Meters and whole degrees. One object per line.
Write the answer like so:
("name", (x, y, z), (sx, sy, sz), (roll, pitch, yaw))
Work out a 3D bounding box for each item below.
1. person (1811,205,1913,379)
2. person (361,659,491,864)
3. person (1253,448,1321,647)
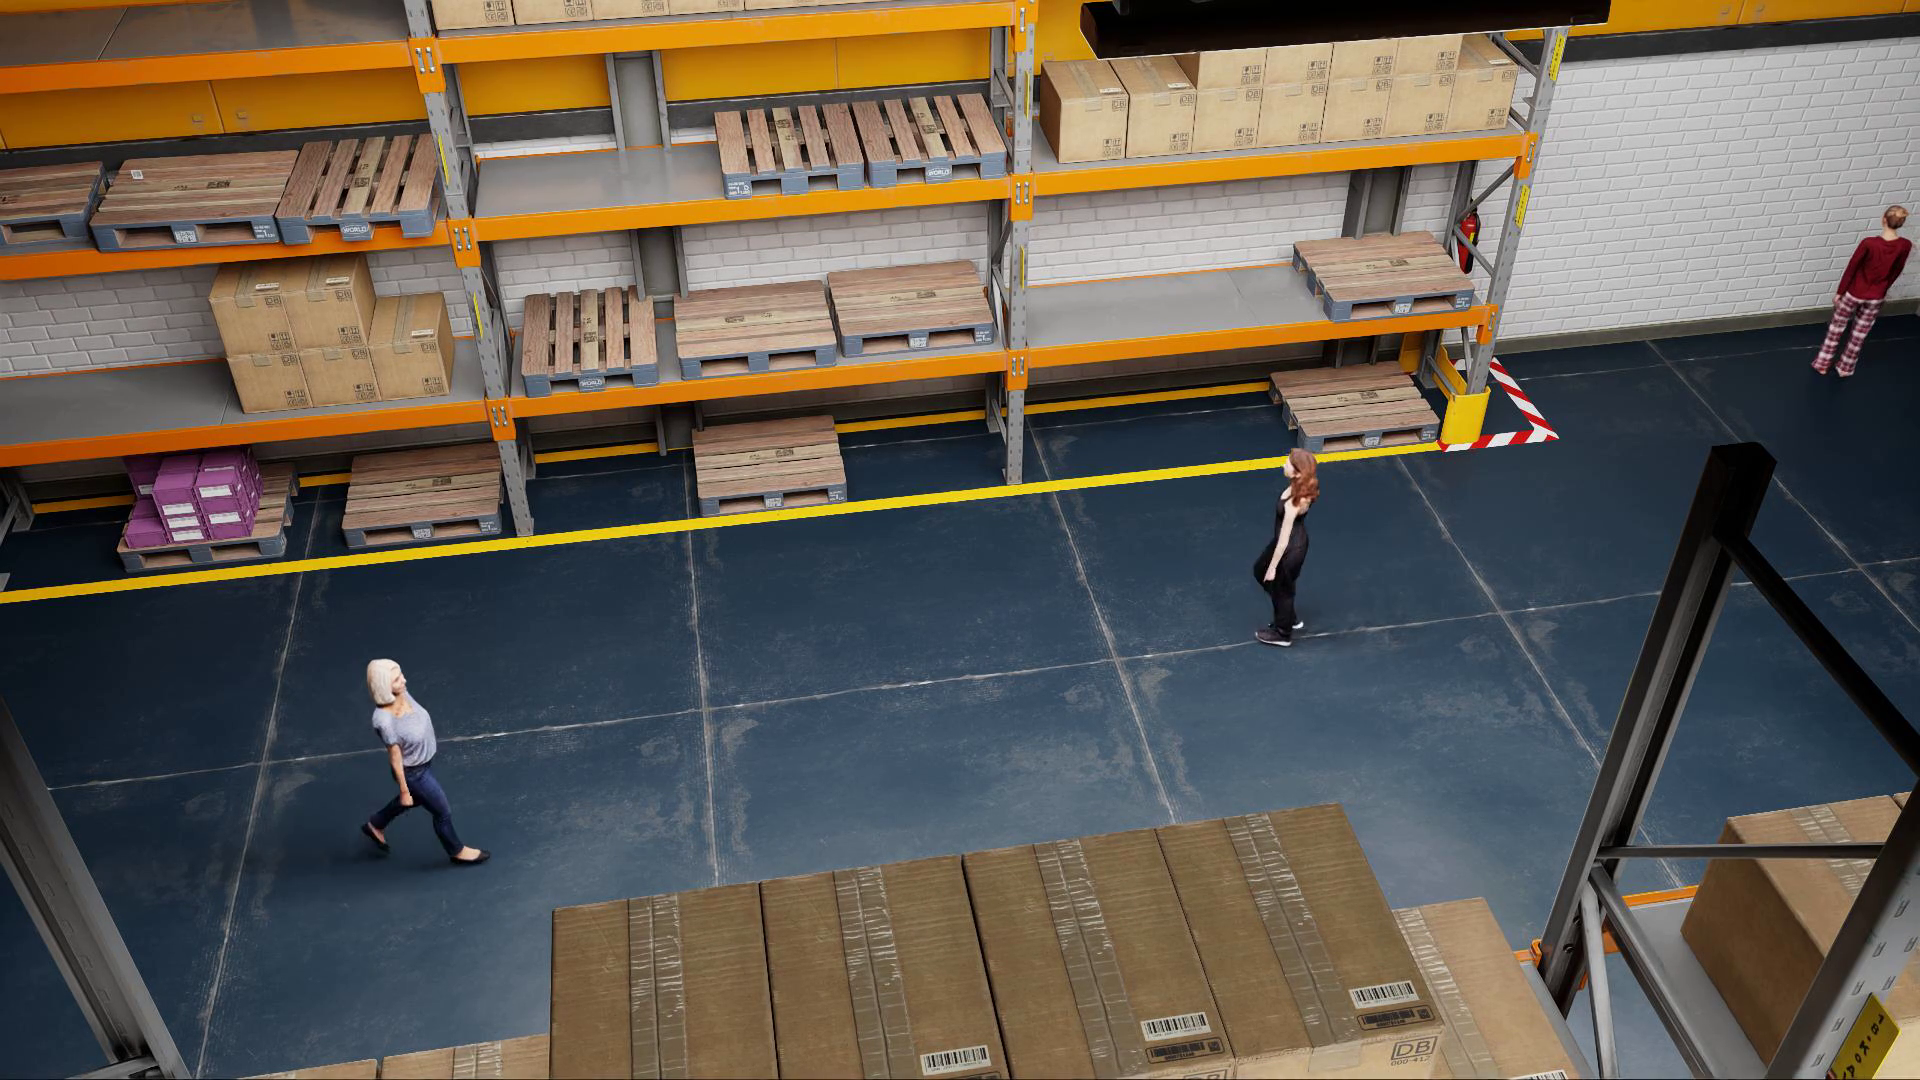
("person", (7.989, -2.171, 14.640), (0.584, 1.697, 0.756), (4, 39, 5))
("person", (-3.430, 1.388, 10.180), (1.036, 1.702, 0.659), (-2, 39, -2))
("person", (2.419, 0.083, 11.784), (0.777, 1.740, 0.732), (10, 40, 12))
